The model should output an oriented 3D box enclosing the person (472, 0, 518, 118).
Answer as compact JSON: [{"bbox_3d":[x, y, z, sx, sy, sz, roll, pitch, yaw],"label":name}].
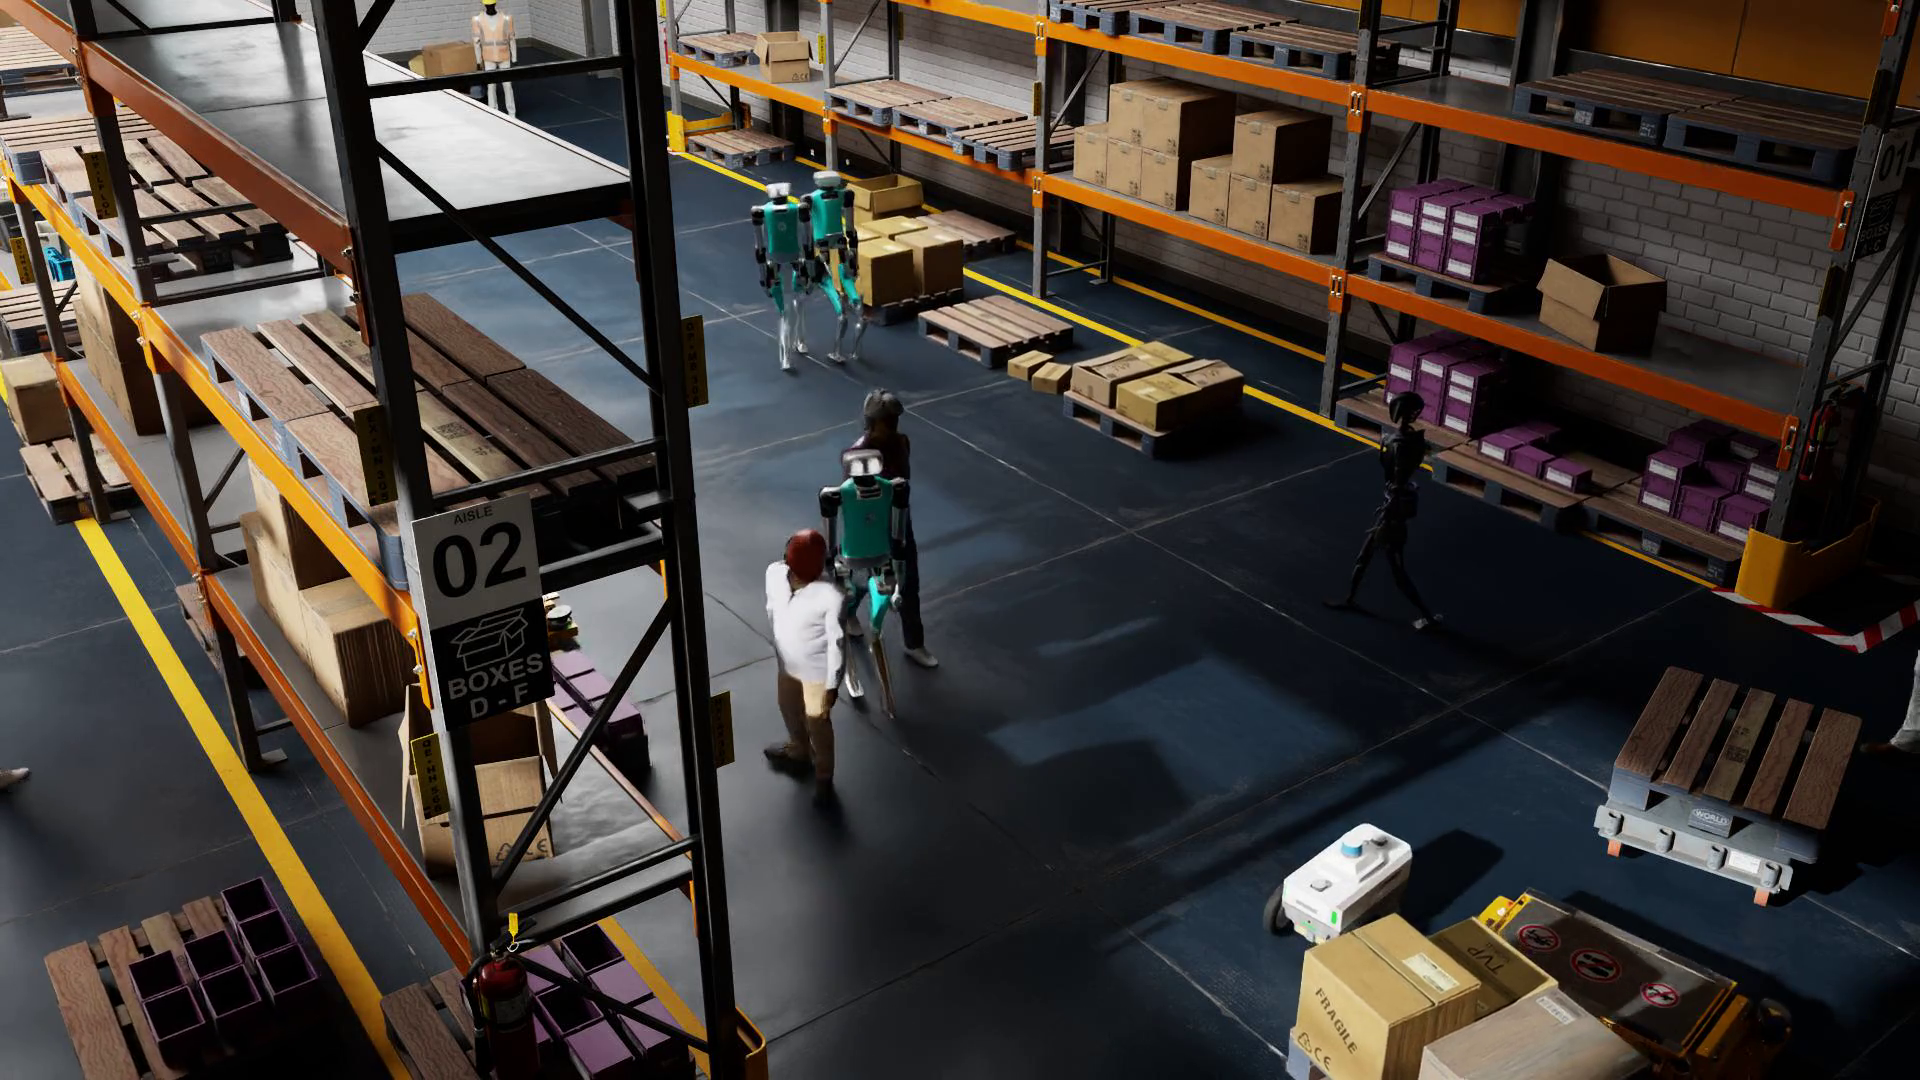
[{"bbox_3d":[-6.680,-6.954,23.978,0.592,1.922,0.383,-6,27,-12],"label":"person"}]

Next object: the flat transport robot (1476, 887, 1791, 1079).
[{"bbox_3d":[3.043,2.110,7.790,1.431,0.231,0.659,23,34,37],"label":"flat transport robot"}]

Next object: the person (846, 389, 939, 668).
[{"bbox_3d":[-0.515,-0.114,10.503,0.510,1.813,0.879,-21,34,-36],"label":"person"}]

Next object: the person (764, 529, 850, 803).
[{"bbox_3d":[-0.869,0.646,9.100,0.686,1.704,0.426,21,34,36],"label":"person"}]

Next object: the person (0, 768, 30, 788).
[{"bbox_3d":[-5.708,0.538,9.129,0.737,1.882,0.424,8,28,16],"label":"person"}]

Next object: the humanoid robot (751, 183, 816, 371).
[{"bbox_3d":[-1.597,-2.481,15.315,0.558,1.772,0.954,-2,27,-4],"label":"humanoid robot"}]

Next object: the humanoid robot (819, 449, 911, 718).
[{"bbox_3d":[-0.627,0.214,9.945,0.537,1.799,0.754,-9,28,-17],"label":"humanoid robot"}]

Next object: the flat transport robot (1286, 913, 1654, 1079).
[{"bbox_3d":[2.172,2.495,7.024,1.431,0.231,0.659,-14,30,-26],"label":"flat transport robot"}]

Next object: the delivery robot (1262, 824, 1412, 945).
[{"bbox_3d":[1.885,1.736,8.223,0.773,0.601,0.518,-23,35,-38],"label":"delivery robot"}]

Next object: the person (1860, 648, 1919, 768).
[{"bbox_3d":[5.731,0.413,9.360,0.874,1.879,0.658,-1,27,-1],"label":"person"}]

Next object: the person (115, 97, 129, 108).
[{"bbox_3d":[-10.740,-5.443,20.895,0.611,1.994,0.379,-22,34,-36],"label":"person"}]

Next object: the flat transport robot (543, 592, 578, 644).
[{"bbox_3d":[-3.178,0.383,11.226,0.659,0.231,1.431,-18,32,-31],"label":"flat transport robot"}]

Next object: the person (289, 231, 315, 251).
[{"bbox_3d":[-5.970,-2.349,15.151,0.341,1.611,0.532,-1,27,-2],"label":"person"}]

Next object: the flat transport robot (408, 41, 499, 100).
[{"bbox_3d":[-7.739,-6.754,25.422,0.659,0.231,1.431,0,27,1],"label":"flat transport robot"}]

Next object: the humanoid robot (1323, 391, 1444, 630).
[{"bbox_3d":[2.842,-0.179,10.858,0.793,1.643,0.612,7,28,14],"label":"humanoid robot"}]

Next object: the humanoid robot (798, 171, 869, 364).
[{"bbox_3d":[-1.084,-2.428,15.176,0.536,1.751,0.796,-14,30,-25],"label":"humanoid robot"}]
